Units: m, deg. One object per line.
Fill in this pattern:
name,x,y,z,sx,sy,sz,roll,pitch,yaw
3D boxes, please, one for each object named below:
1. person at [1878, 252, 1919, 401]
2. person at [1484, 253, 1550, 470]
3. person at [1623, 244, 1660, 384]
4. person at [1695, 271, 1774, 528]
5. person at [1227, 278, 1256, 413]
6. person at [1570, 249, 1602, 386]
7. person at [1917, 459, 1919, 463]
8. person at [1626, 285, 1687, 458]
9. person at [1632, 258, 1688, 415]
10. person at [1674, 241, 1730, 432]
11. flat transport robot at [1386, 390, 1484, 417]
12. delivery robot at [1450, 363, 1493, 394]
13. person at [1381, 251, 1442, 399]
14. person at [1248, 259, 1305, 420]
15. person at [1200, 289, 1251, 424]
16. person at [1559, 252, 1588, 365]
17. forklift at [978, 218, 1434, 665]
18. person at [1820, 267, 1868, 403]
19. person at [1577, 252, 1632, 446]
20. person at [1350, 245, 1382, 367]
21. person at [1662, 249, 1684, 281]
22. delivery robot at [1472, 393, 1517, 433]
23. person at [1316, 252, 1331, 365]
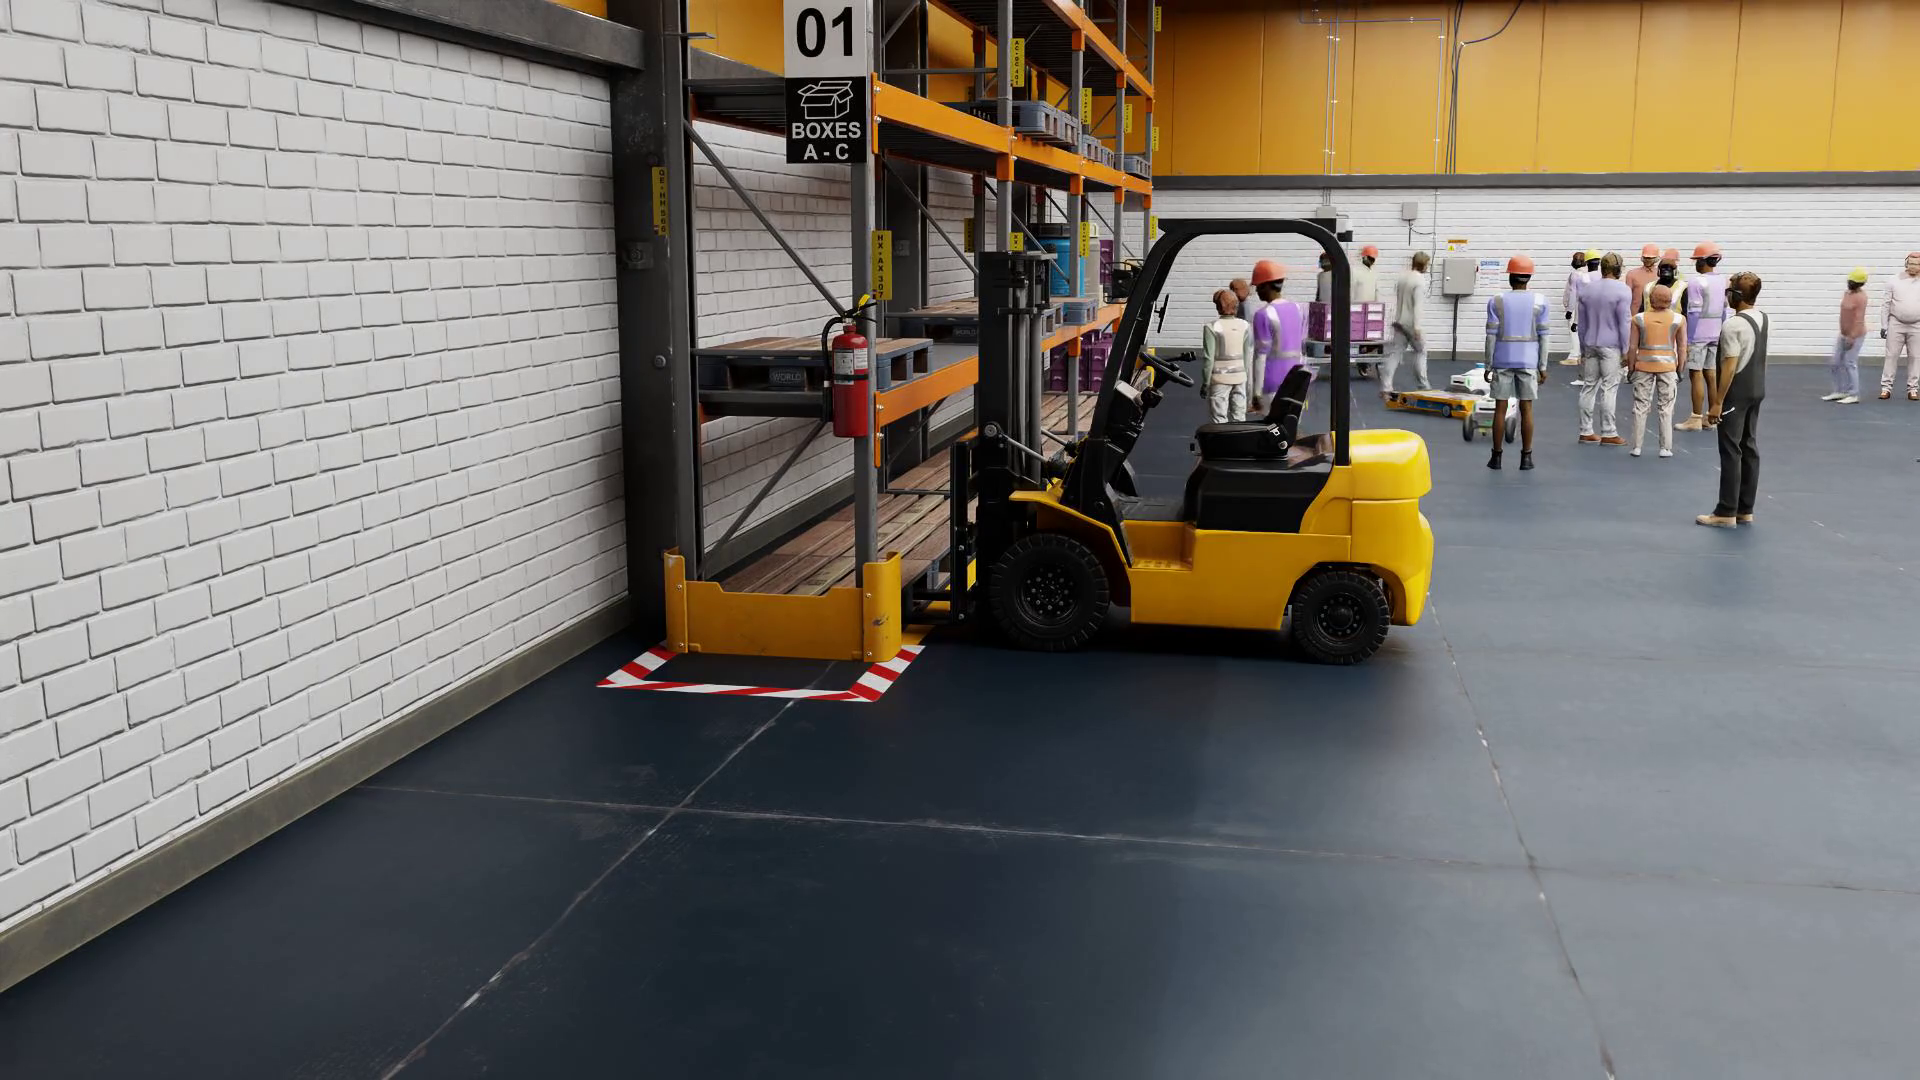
person,12.178,-2.742,21.364,0.639,1.902,0.407,5,12,28
person,4.999,-1.596,14.967,0.551,1.940,0.349,3,11,15
person,9.774,-3.217,23.715,0.612,1.991,0.392,1,10,6
person,5.600,-1.005,11.994,0.504,1.847,0.345,-7,12,-33
person,3.300,-2.281,19.639,0.529,1.607,0.500,-2,11,-10
person,8.860,-3.116,23.369,0.585,1.917,0.381,-3,11,-16
person,9.307,-1.543,15.058,0.866,1.810,0.573,4,11,23
person,6.604,-1.594,15.792,0.525,1.637,0.307,5,11,23
person,8.242,-2.383,19.549,0.429,1.846,0.633,-9,14,-41
person,7.966,-2.180,17.893,0.615,2.040,0.391,-6,12,-30
flat transport robot,5.781,-1.622,19.692,0.652,0.197,1.431,-5,12,-26
delivery robot,6.306,-1.900,20.180,0.707,0.478,0.477,-6,12,-28
person,5.860,-2.754,21.429,0.919,1.888,0.763,-3,11,-14
person,2.487,-1.232,13.046,0.579,1.914,0.504,-9,14,-41
person,2.311,-1.356,14.475,0.515,1.641,0.315,-6,12,-30
person,10.090,-3.784,27.230,0.429,1.847,0.627,9,14,41
forklift,1.285,-0.567,8.635,2.313,2.155,1.214,2,11,11
person,11.137,-2.550,20.807,0.449,1.710,0.592,0,10,-1
person,6.475,-1.911,16.703,0.370,1.940,0.627,-5,12,-27
person,6.445,-3.708,26.492,0.615,1.964,0.436,-7,12,-33
person,11.271,-3.653,26.408,0.969,1.890,0.558,-5,11,-25
delivery robot,5.516,-1.350,17.163,0.477,0.478,0.707,5,12,27
person,5.981,-3.758,27.071,0.420,1.845,0.583,-7,12,-32
